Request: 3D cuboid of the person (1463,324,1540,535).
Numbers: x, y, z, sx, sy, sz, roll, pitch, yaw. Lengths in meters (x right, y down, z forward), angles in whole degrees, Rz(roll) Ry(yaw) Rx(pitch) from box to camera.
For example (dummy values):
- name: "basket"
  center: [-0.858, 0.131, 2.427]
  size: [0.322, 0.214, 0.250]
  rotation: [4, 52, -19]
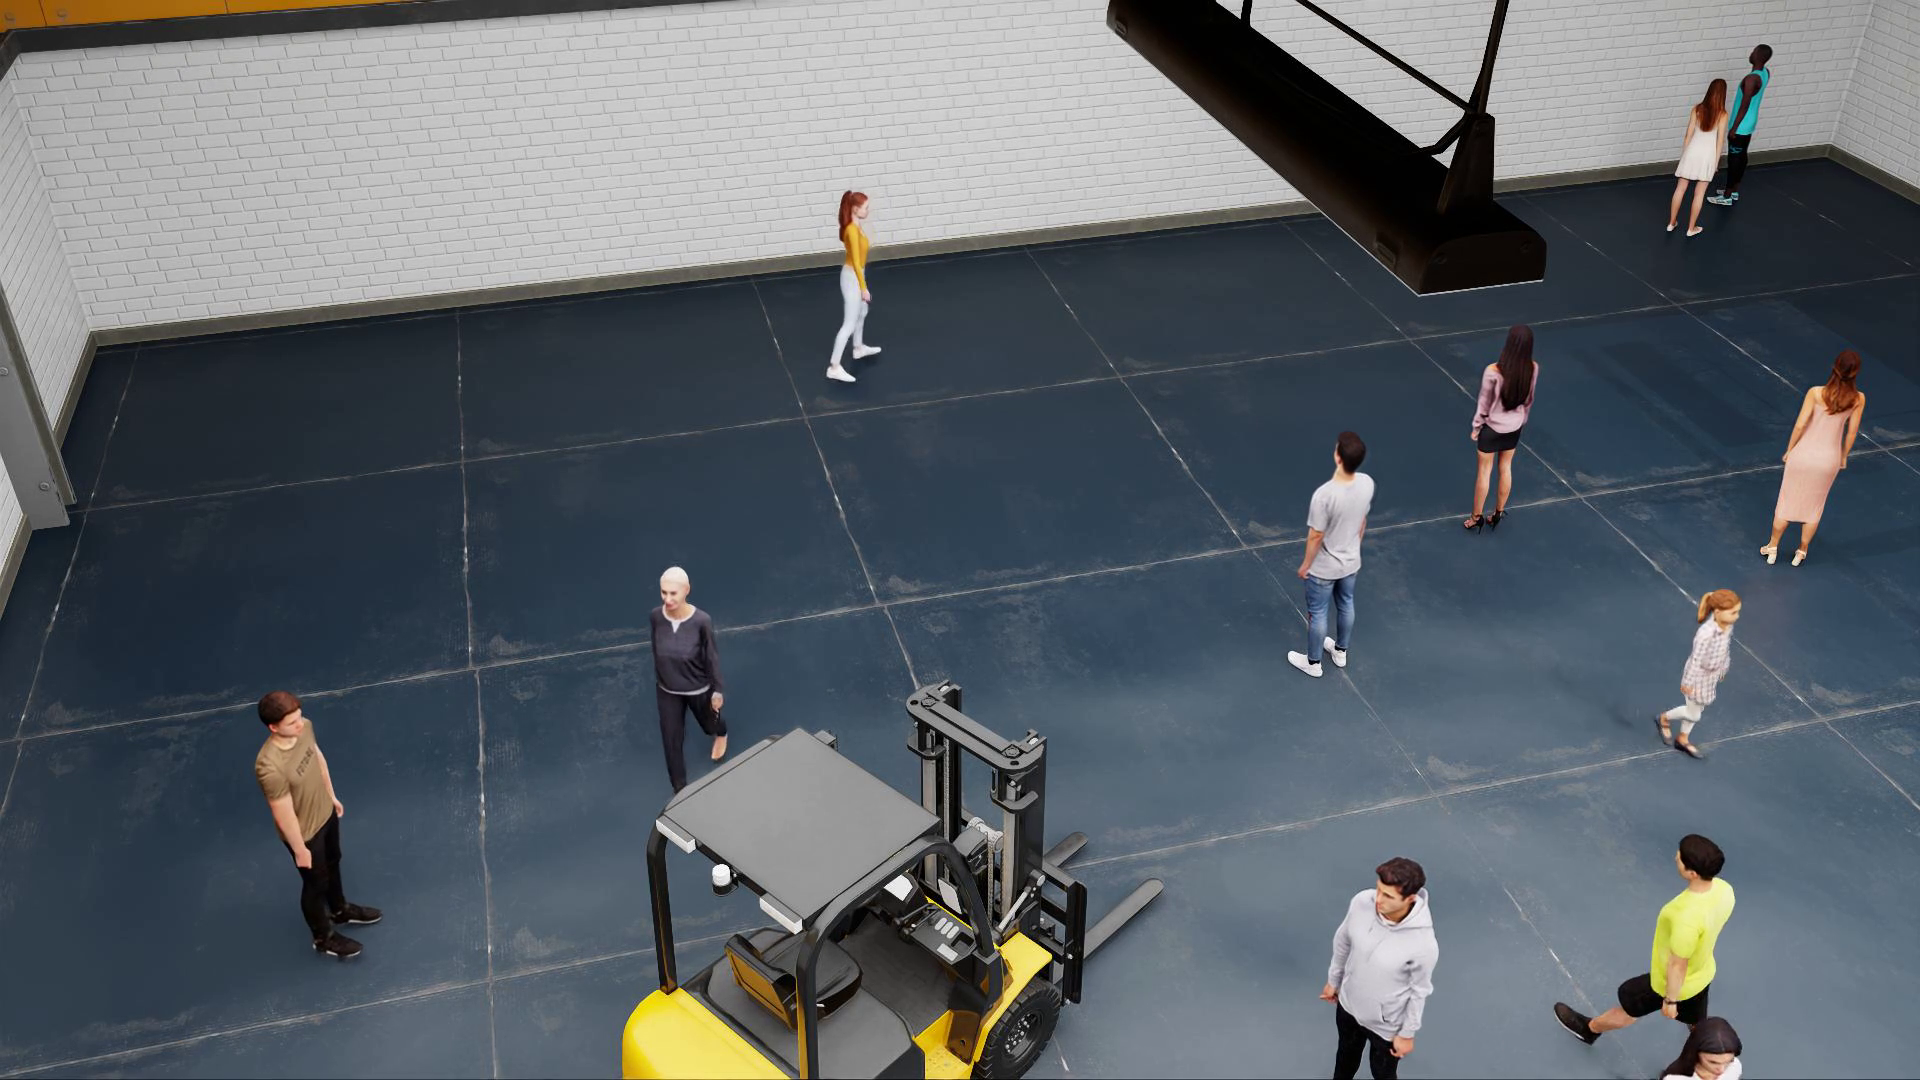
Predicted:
- name: "person"
  center: [4.225, -0.857, 12.982]
  size: [0.620, 1.812, 0.533]
  rotation: [-6, 34, -9]

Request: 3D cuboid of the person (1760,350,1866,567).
- name: "person"
  center: [6.478, -0.613, 12.598]
  size: [0.667, 1.832, 0.675]
  rotation: [10, 35, 14]

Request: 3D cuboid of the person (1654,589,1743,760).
- name: "person"
  center: [4.803, 0.840, 10.886]
  size: [0.636, 1.306, 0.689]
  rotation: [-20, 38, -27]

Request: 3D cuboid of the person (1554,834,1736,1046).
- name: "person"
  center: [3.743, 2.242, 8.466]
  size: [0.979, 1.651, 1.211]
  rotation: [-24, 41, -32]

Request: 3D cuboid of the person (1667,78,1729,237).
- name: "person"
  center: [8.024, -4.160, 18.043]
  size: [0.617, 1.711, 0.706]
  rotation: [25, 41, 33]

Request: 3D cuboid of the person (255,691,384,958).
- name: "person"
  center: [-3.661, 1.566, 9.303]
  size: [0.793, 1.849, 0.629]
  rotation: [2, 34, 3]

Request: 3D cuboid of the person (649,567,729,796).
- name: "person"
  center: [-1.696, 0.865, 10.496]
  size: [0.902, 1.696, 1.146]
  rotation: [5, 34, 7]

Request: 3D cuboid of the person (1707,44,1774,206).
- name: "person"
  center: [8.831, -4.674, 18.726]
  size: [0.675, 1.811, 0.678]
  rotation: [-29, 43, -36]

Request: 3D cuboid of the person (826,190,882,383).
- name: "person"
  center: [-0.973, -2.383, 15.346]
  size: [0.984, 1.736, 0.793]
  rotation: [-2, 34, -3]

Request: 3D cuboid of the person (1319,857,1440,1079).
- name: "person"
  center: [2.052, 2.270, 8.171]
  size: [0.832, 1.930, 0.692]
  rotation: [-25, 41, -33]

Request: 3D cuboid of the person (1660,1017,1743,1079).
- name: "person"
  center: [3.177, 2.739, 7.651]
  size: [0.700, 1.724, 1.139]
  rotation: [-13, 36, -19]

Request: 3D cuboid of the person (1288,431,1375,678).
- name: "person"
  center: [2.582, 0.099, 11.473]
  size: [0.721, 1.889, 0.646]
  rotation: [-17, 37, -24]
